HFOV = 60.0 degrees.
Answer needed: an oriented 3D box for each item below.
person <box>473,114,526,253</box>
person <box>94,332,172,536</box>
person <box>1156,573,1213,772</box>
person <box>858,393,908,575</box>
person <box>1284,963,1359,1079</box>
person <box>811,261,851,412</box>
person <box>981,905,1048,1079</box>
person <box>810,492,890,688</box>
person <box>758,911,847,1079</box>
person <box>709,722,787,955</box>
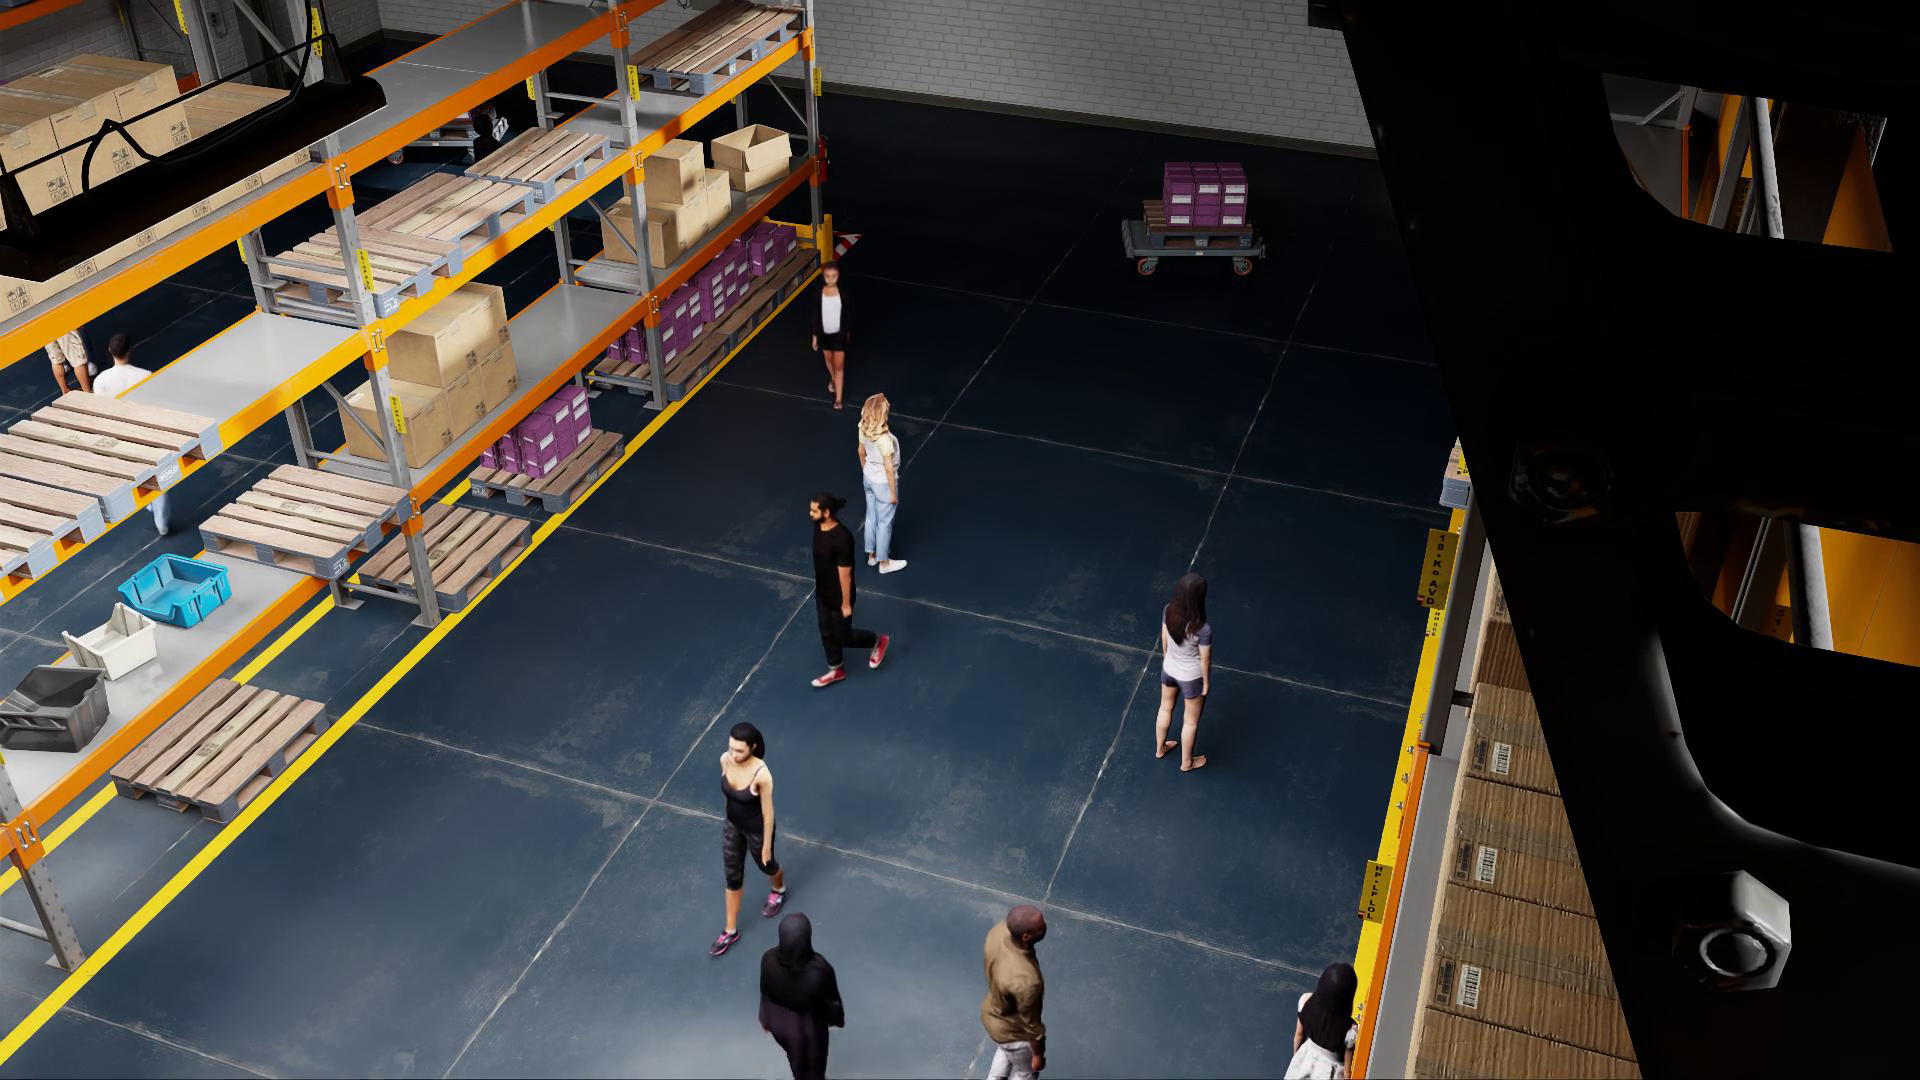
[{"bbox_3d":[-5.619,-4.309,20.068,0.584,1.701,0.556,8,35,12],"label":"person"},{"bbox_3d":[-7.350,-0.891,14.826,1.008,1.812,1.097,-17,37,-23],"label":"person"},{"bbox_3d":[1.639,0.950,12.151,0.670,1.706,0.672,-28,43,-36],"label":"person"},{"bbox_3d":[-0.693,-0.491,14.305,0.724,1.723,0.713,-23,40,-31],"label":"person"},{"bbox_3d":[1.964,2.970,9.056,0.794,1.769,0.774,-26,41,-33],"label":"person"},{"bbox_3d":[-1.310,-2.139,16.974,0.743,1.514,1.101,2,34,2],"label":"person"},{"bbox_3d":[0.281,2.707,9.398,0.897,1.829,0.809,-11,35,-15],"label":"person"},{"bbox_3d":[-0.902,0.371,12.994,1.021,1.738,0.919,-23,40,-30],"label":"person"},{"bbox_3d":[-0.951,2.782,9.480,0.611,1.614,0.859,11,35,16],"label":"person"},{"bbox_3d":[-1.303,1.842,10.818,0.704,1.698,1.016,19,38,26],"label":"person"}]
